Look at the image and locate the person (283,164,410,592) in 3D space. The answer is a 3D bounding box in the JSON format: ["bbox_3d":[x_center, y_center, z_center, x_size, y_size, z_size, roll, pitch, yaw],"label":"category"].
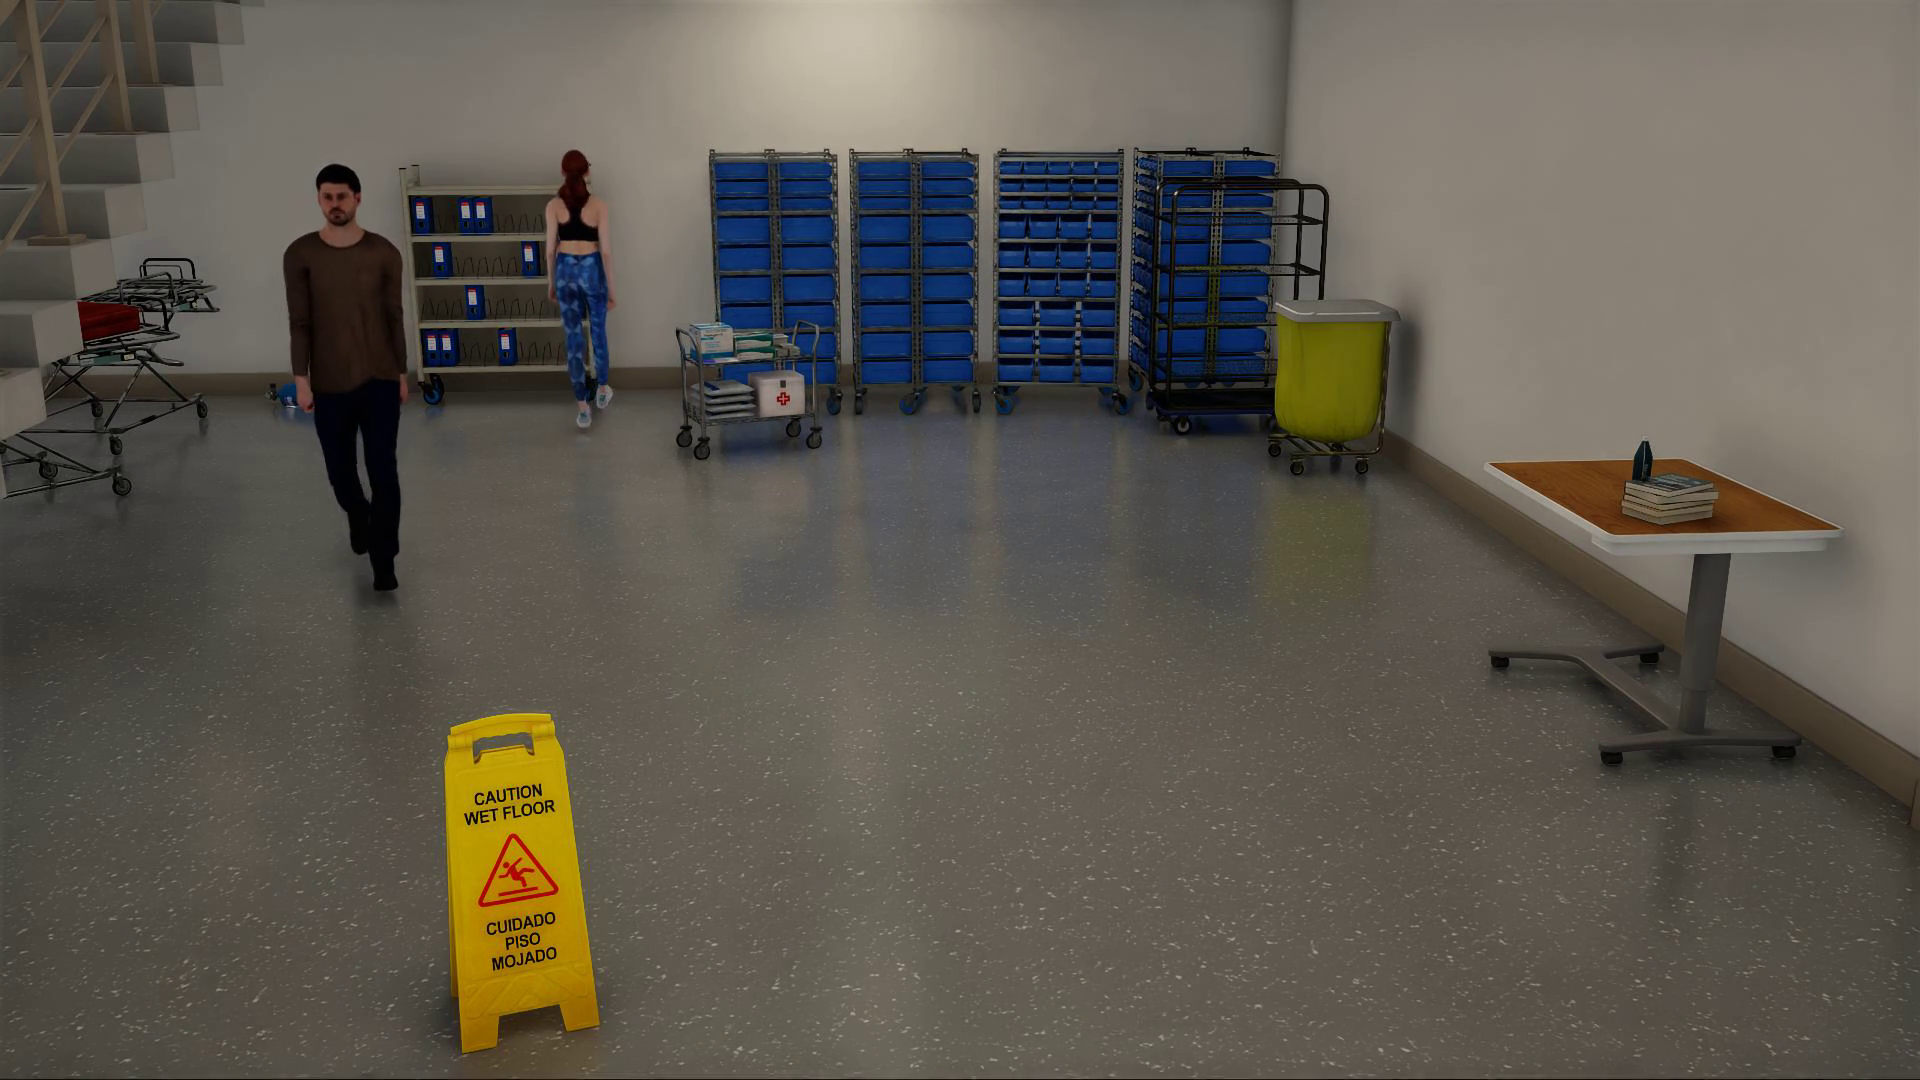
[{"bbox_3d":[-2.738,-0.733,7.523,0.837,1.860,1.204,-5,16,-17],"label":"person"}]

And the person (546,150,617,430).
[{"bbox_3d":[-2.455,-1.592,10.758,0.646,1.758,1.040,-3,16,-9],"label":"person"}]
